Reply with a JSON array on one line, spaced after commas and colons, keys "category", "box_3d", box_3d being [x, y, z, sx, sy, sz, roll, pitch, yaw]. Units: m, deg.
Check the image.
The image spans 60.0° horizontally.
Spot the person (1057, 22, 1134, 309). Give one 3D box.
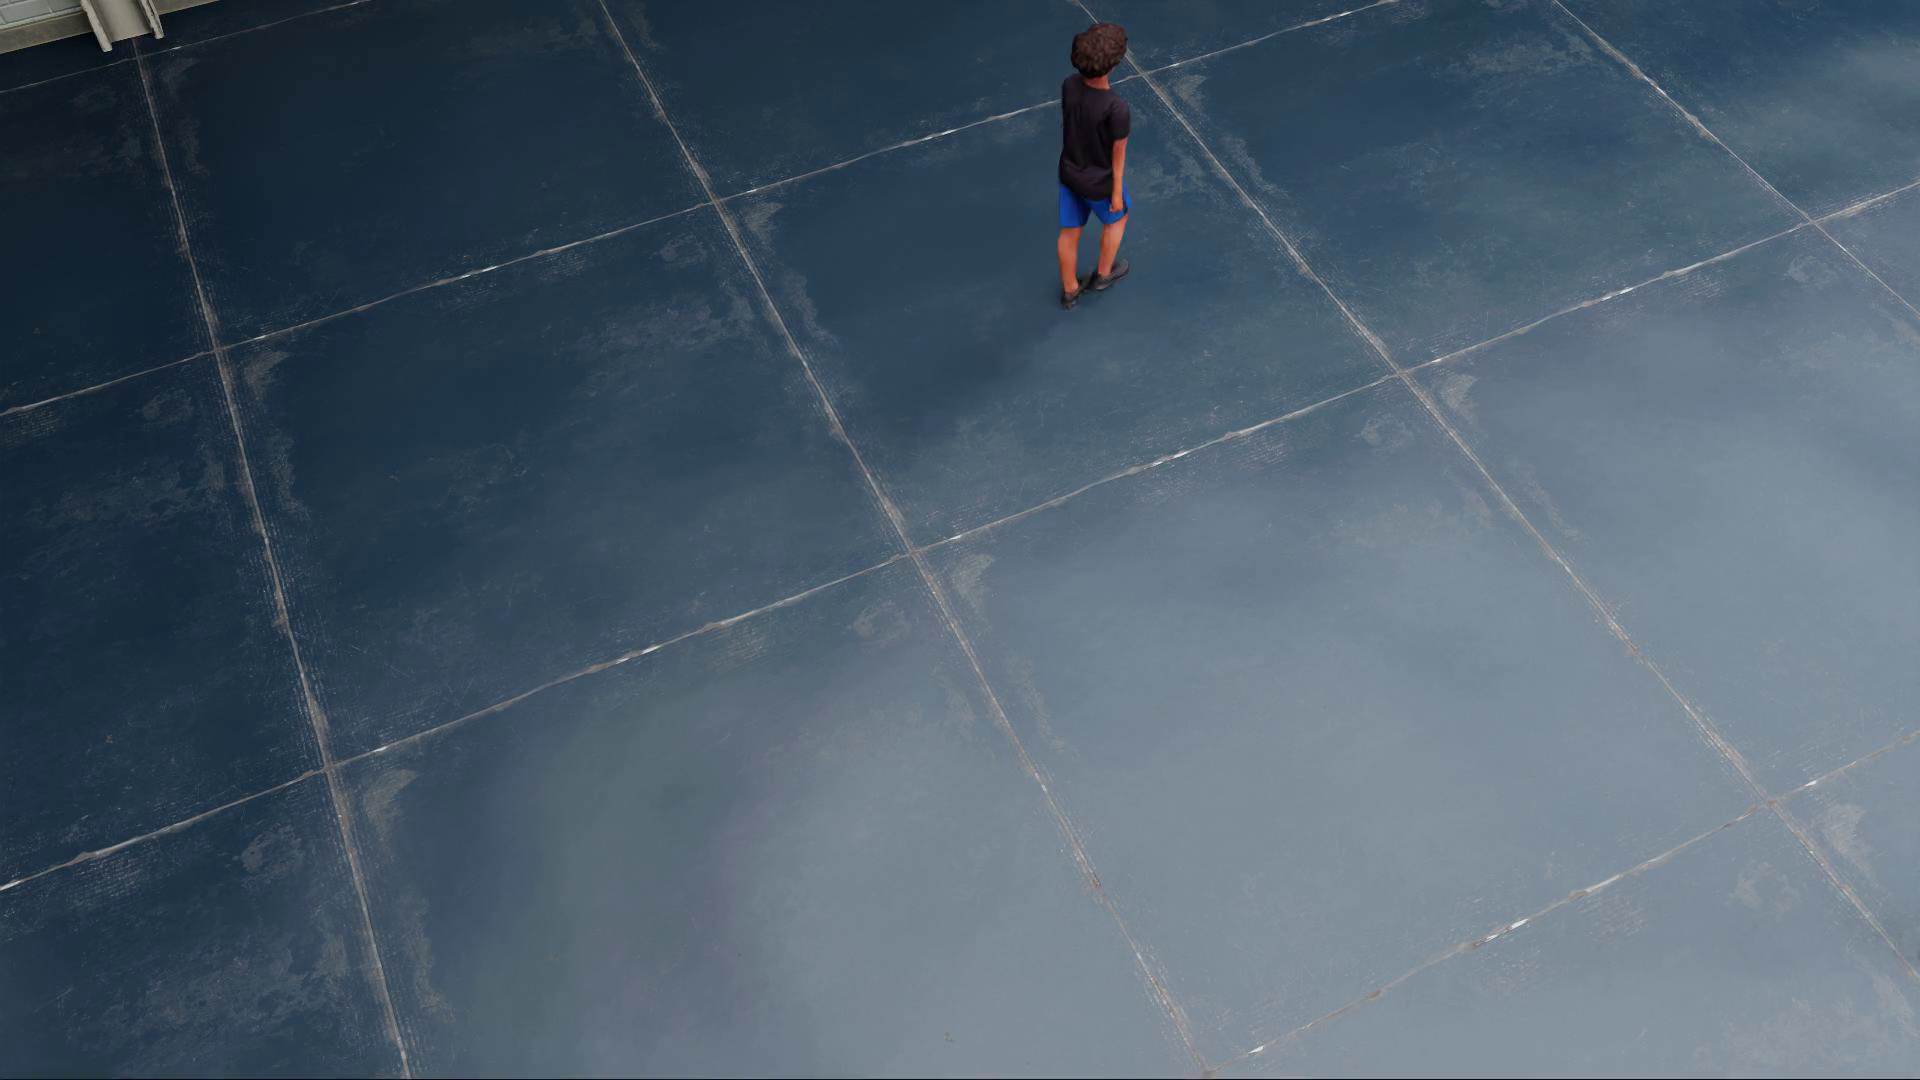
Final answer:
[{"category": "person", "box_3d": [0.657, -1.941, 8.992, 0.794, 1.784, 0.861, 33, 59, 23]}]
